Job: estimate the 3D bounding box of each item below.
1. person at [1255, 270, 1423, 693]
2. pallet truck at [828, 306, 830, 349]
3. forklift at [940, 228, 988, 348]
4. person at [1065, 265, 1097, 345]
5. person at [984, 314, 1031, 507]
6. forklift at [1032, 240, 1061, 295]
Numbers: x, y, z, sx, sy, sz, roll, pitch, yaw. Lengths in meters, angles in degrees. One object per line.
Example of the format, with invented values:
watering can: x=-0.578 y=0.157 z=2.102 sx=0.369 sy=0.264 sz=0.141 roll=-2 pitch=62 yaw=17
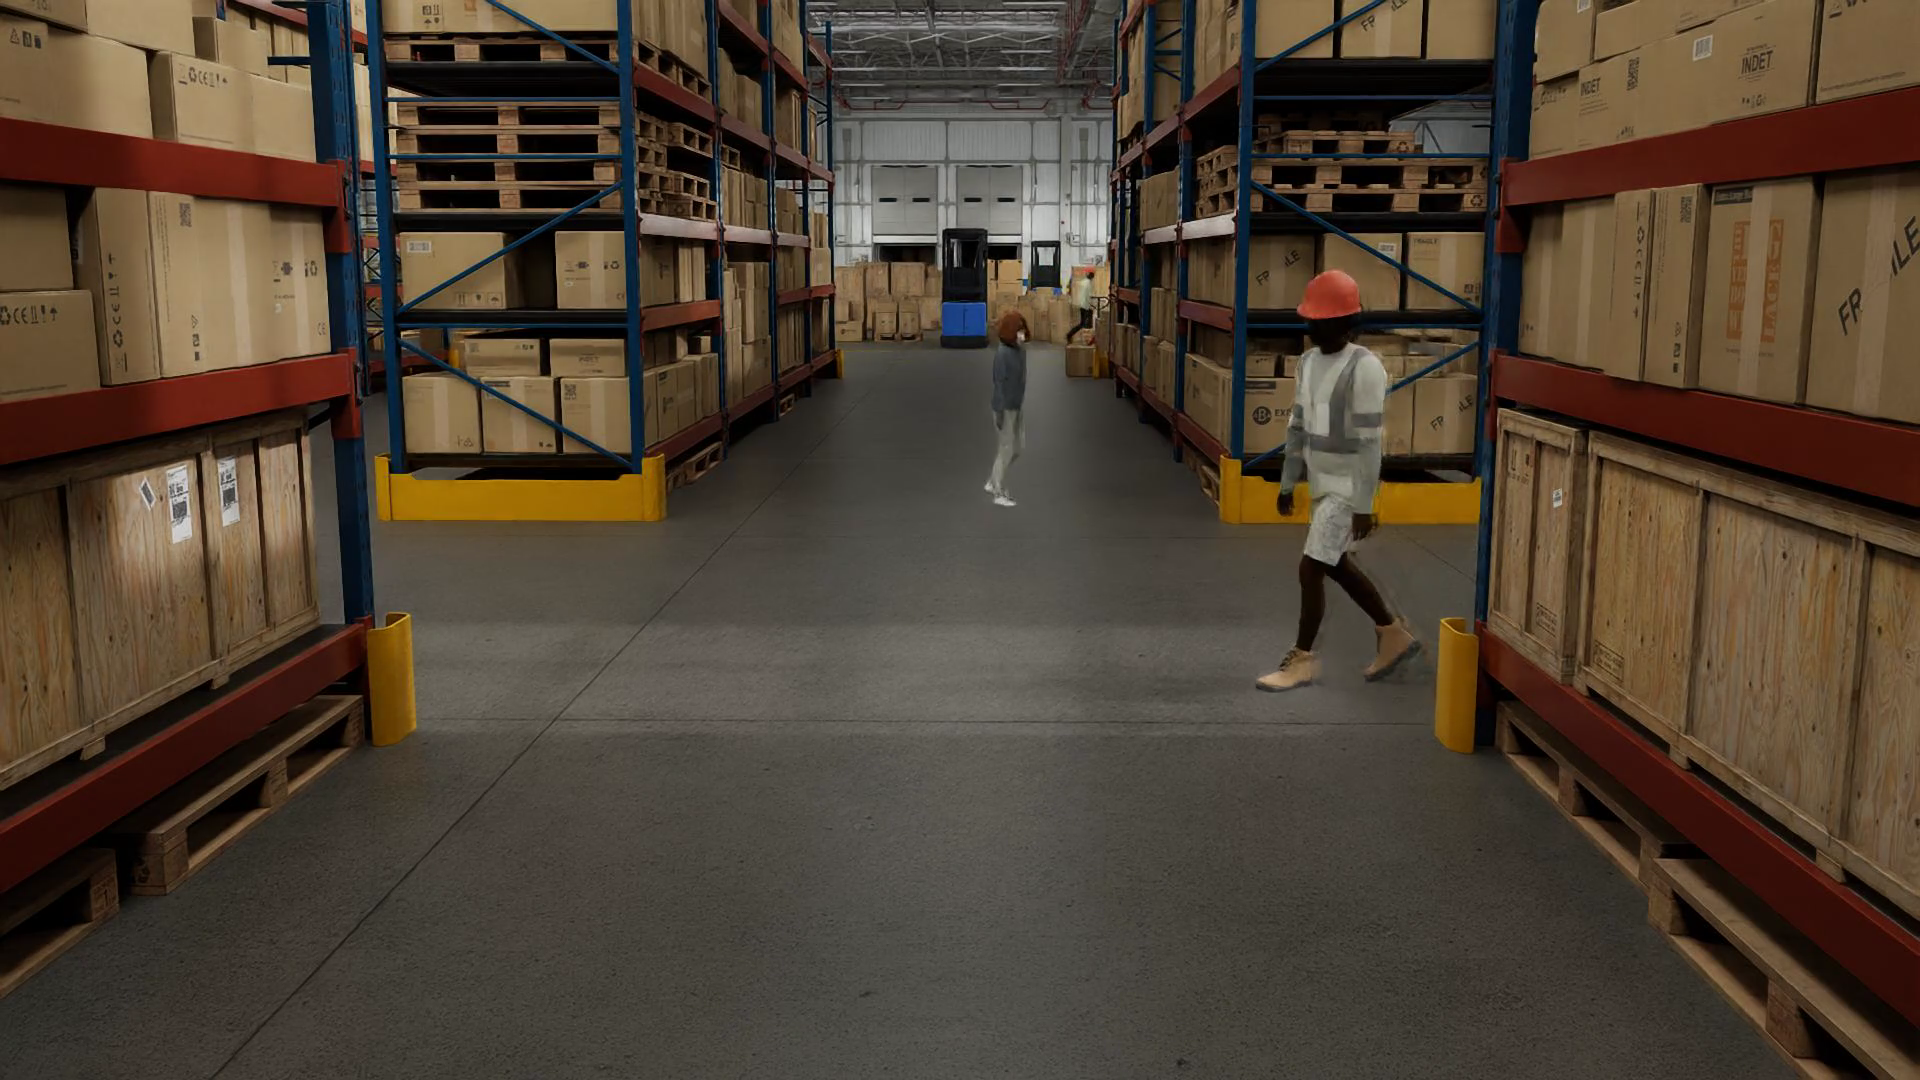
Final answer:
person: x=1.850 y=-0.262 z=7.808 sx=0.831 sy=1.990 sz=0.731 roll=-4 pitch=10 yaw=-20
pallet truck: x=-3.100 y=-3.940 z=29.800 sx=1.885 sy=1.965 sz=0.823 roll=3 pitch=10 yaw=19
forklift: x=0.108 y=-5.985 z=39.411 sx=1.129 sy=2.768 sz=1.873 roll=0 pitch=9 yaw=1
person: x=2.923 y=-5.546 z=39.536 sx=0.735 sy=1.968 sz=0.624 roll=4 pitch=10 yaw=25
person: x=0.368 y=-1.077 z=13.829 sx=0.485 sy=1.602 sz=0.539 roll=5 pitch=11 yaw=27
forklift: x=3.172 y=-9.648 z=61.356 sx=1.129 sy=2.768 sz=1.873 roll=0 pitch=9 yaw=1
